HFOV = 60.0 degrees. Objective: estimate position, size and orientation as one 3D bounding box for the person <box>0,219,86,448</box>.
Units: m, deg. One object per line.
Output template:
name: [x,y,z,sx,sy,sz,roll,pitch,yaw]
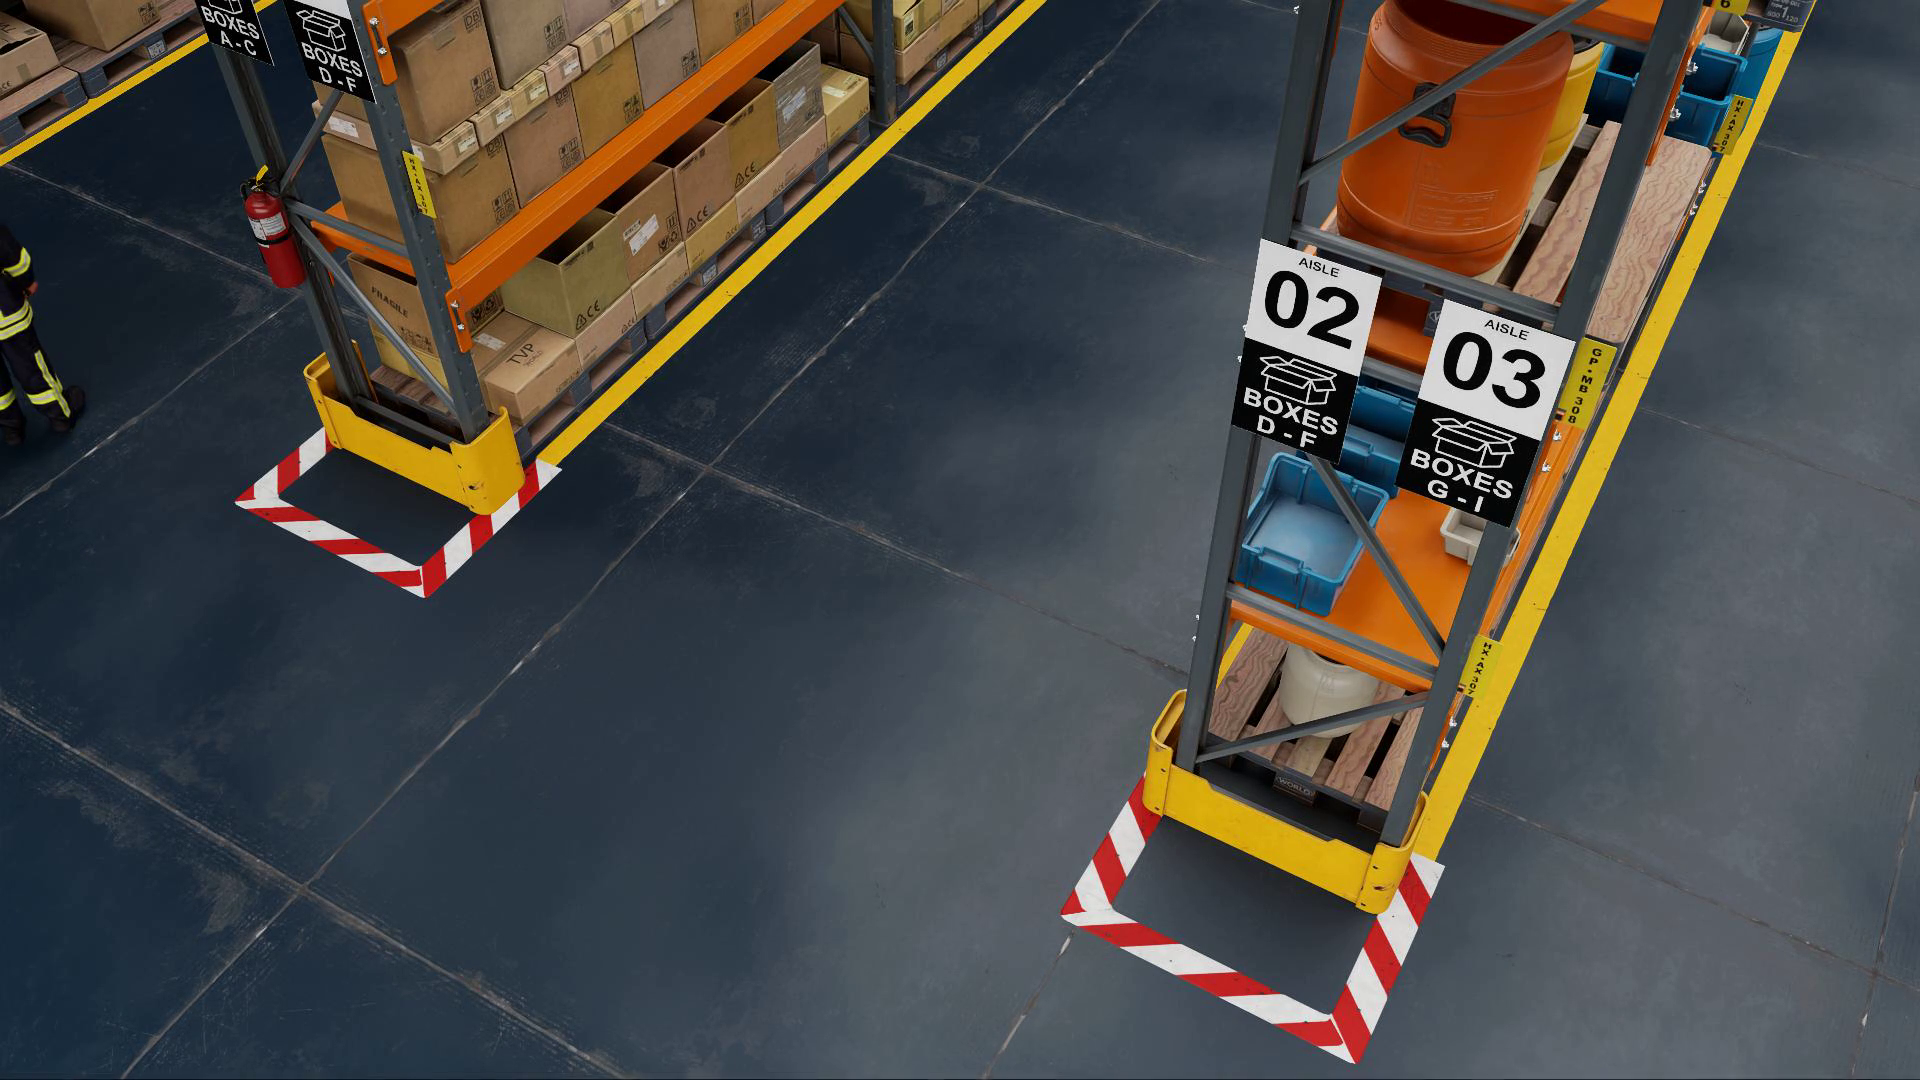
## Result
person: [-5.085,-1.291,8.515,0.894,1.927,0.935,-8,48,-7]
